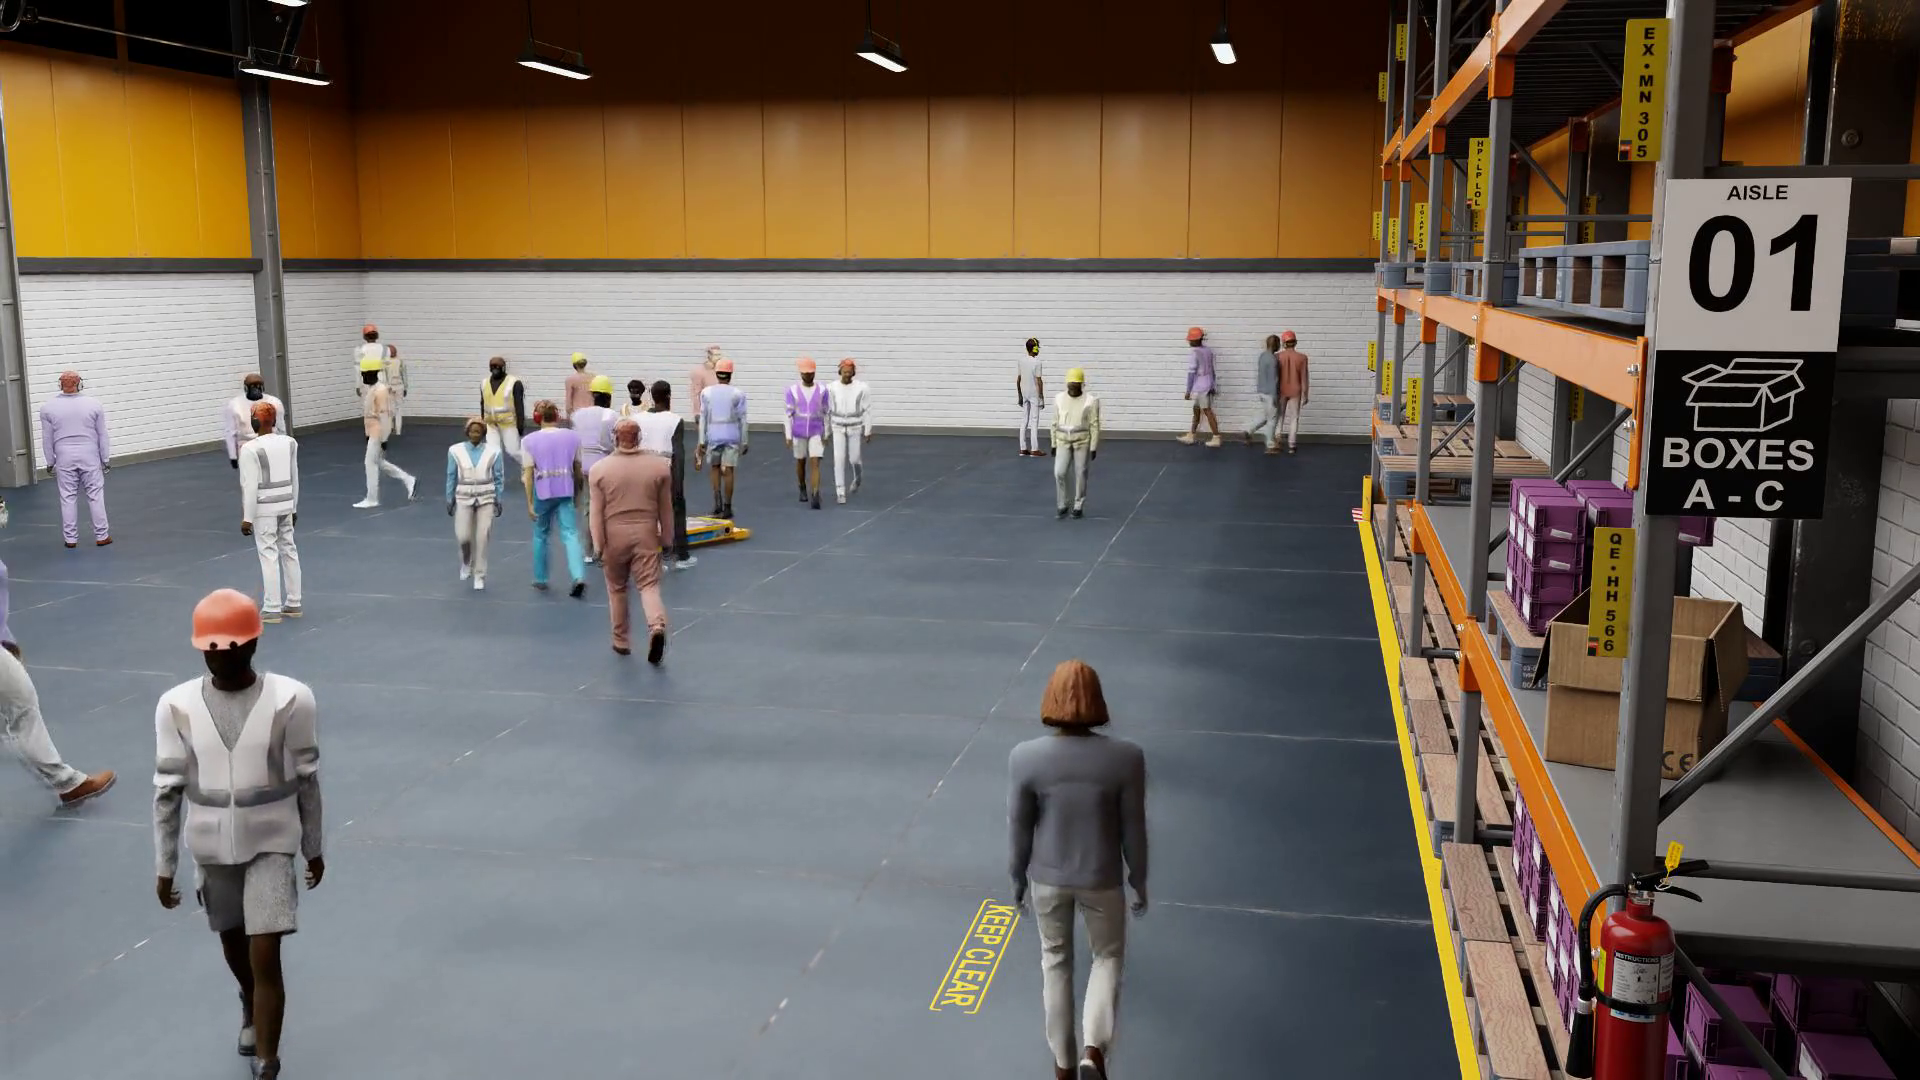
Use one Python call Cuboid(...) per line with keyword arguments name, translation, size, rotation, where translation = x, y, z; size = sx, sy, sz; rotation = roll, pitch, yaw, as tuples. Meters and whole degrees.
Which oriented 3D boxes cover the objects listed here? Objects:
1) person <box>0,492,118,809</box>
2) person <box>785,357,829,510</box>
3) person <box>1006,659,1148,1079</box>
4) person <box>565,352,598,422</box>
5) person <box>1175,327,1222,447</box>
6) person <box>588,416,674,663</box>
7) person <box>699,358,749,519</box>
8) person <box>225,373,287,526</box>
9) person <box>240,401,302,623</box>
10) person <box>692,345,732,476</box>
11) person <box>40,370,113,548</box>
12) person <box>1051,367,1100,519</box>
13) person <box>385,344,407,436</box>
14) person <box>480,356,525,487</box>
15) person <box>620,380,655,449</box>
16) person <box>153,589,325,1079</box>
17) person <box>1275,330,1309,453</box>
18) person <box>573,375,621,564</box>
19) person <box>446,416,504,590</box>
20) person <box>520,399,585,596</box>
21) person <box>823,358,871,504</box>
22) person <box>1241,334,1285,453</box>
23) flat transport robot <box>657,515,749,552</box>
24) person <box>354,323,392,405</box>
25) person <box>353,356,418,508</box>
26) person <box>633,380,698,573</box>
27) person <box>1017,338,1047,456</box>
Cuboid(name="person", translation=(-5.251, 0.604, 9.036), size=(1.018, 1.883, 0.648), rotation=(-8, 12, -39))
Cuboid(name="person", translation=(-1.915, -1.361, 20.914), size=(0.550, 1.889, 1.028), rotation=(-1, 9, -4))
Cuboid(name="person", translation=(0.417, 1.239, 5.995), size=(0.522, 1.617, 0.479), rotation=(1, 10, 8))
Cuboid(name="person", translation=(-5.545, -1.888, 24.437), size=(0.539, 1.750, 0.365), rotation=(-6, 11, -32))
Cuboid(name="person", translation=(3.965, -2.540, 27.665), size=(0.921, 1.987, 0.637), rotation=(6, 11, 30))
Cuboid(name="person", translation=(-2.499, -0.002, 12.718), size=(0.650, 1.882, 0.820), rotation=(-4, 10, -22))
Cuboid(name="person", translation=(-2.819, -1.225, 19.960), size=(0.583, 1.912, 0.628), rotation=(0, 9, 0))
Cuboid(name="person", translation=(-7.946, -0.986, 18.823), size=(0.632, 1.829, 0.557), rotation=(-5, 11, -29))
Cuboid(name="person", translation=(-5.850, -0.235, 14.111), size=(0.356, 1.883, 0.572), rotation=(4, 10, 22))
Cuboid(name="person", translation=(-3.543, -1.854, 23.821), size=(0.663, 1.890, 0.582), rotation=(-8, 12, -39))
Cuboid(name="person", translation=(-9.464, -0.868, 17.845), size=(0.639, 1.910, 0.407), rotation=(-4, 10, -22))
Cuboid(name="person", translation=(1.329, -1.133, 19.711), size=(0.627, 1.810, 0.641), rotation=(3, 10, 20))
Cuboid(name="person", translation=(-10.040, -2.648, 29.438), size=(0.518, 1.627, 0.370), rotation=(-5, 11, -28))
Cuboid(name="person", translation=(-6.115, -1.572, 22.354), size=(0.634, 1.823, 0.716), rotation=(2, 10, 13))
Cuboid(name="person", translation=(-3.865, -1.133, 20.218), size=(0.525, 1.658, 0.803), rotation=(2, 10, 14))
Cuboid(name="person", translation=(-2.631, 1.093, 6.092), size=(0.559, 1.893, 0.965), rotation=(-2, 10, -10))
Cuboid(name="person", translation=(5.289, -2.372, 26.704), size=(0.641, 1.980, 0.438), rotation=(3, 10, 19))
Cuboid(name="person", translation=(-3.632, -0.705, 16.842), size=(0.629, 1.915, 0.401), rotation=(4, 10, 25))
Cuboid(name="person", translation=(-4.526, -0.349, 15.551), size=(0.530, 1.619, 0.396), rotation=(-3, 10, -17))
Cuboid(name="person", translation=(-3.720, -0.391, 15.290), size=(0.571, 1.812, 0.903), rotation=(-6, 11, -30))
Cuboid(name="person", translation=(-1.446, -1.418, 21.320), size=(0.610, 1.859, 0.710), rotation=(0, 9, -1))
Cuboid(name="person", translation=(4.905, -2.336, 26.658), size=(0.600, 1.924, 0.643), rotation=(-1, 9, -6))
Cuboid(name="flat transport robot", translation=(-3.022, -0.071, 17.962), size=(0.652, 0.197, 1.431), rotation=(7, 12, 37))
Cuboid(name="person", translation=(-9.982, -2.668, 28.325), size=(0.621, 2.031, 0.507), rotation=(-5, 11, -30))
Cuboid(name="person", translation=(-7.245, -1.364, 20.843), size=(0.747, 1.905, 0.599), rotation=(-5, 10, -25))
Cuboid(name="person", translation=(-2.910, -0.629, 16.459), size=(0.593, 1.884, 0.817), rotation=(3, 10, 17))
Cuboid(name="person", translation=(1.132, -2.254, 26.319), size=(0.538, 1.866, 0.312), rotation=(9, 13, 44))
